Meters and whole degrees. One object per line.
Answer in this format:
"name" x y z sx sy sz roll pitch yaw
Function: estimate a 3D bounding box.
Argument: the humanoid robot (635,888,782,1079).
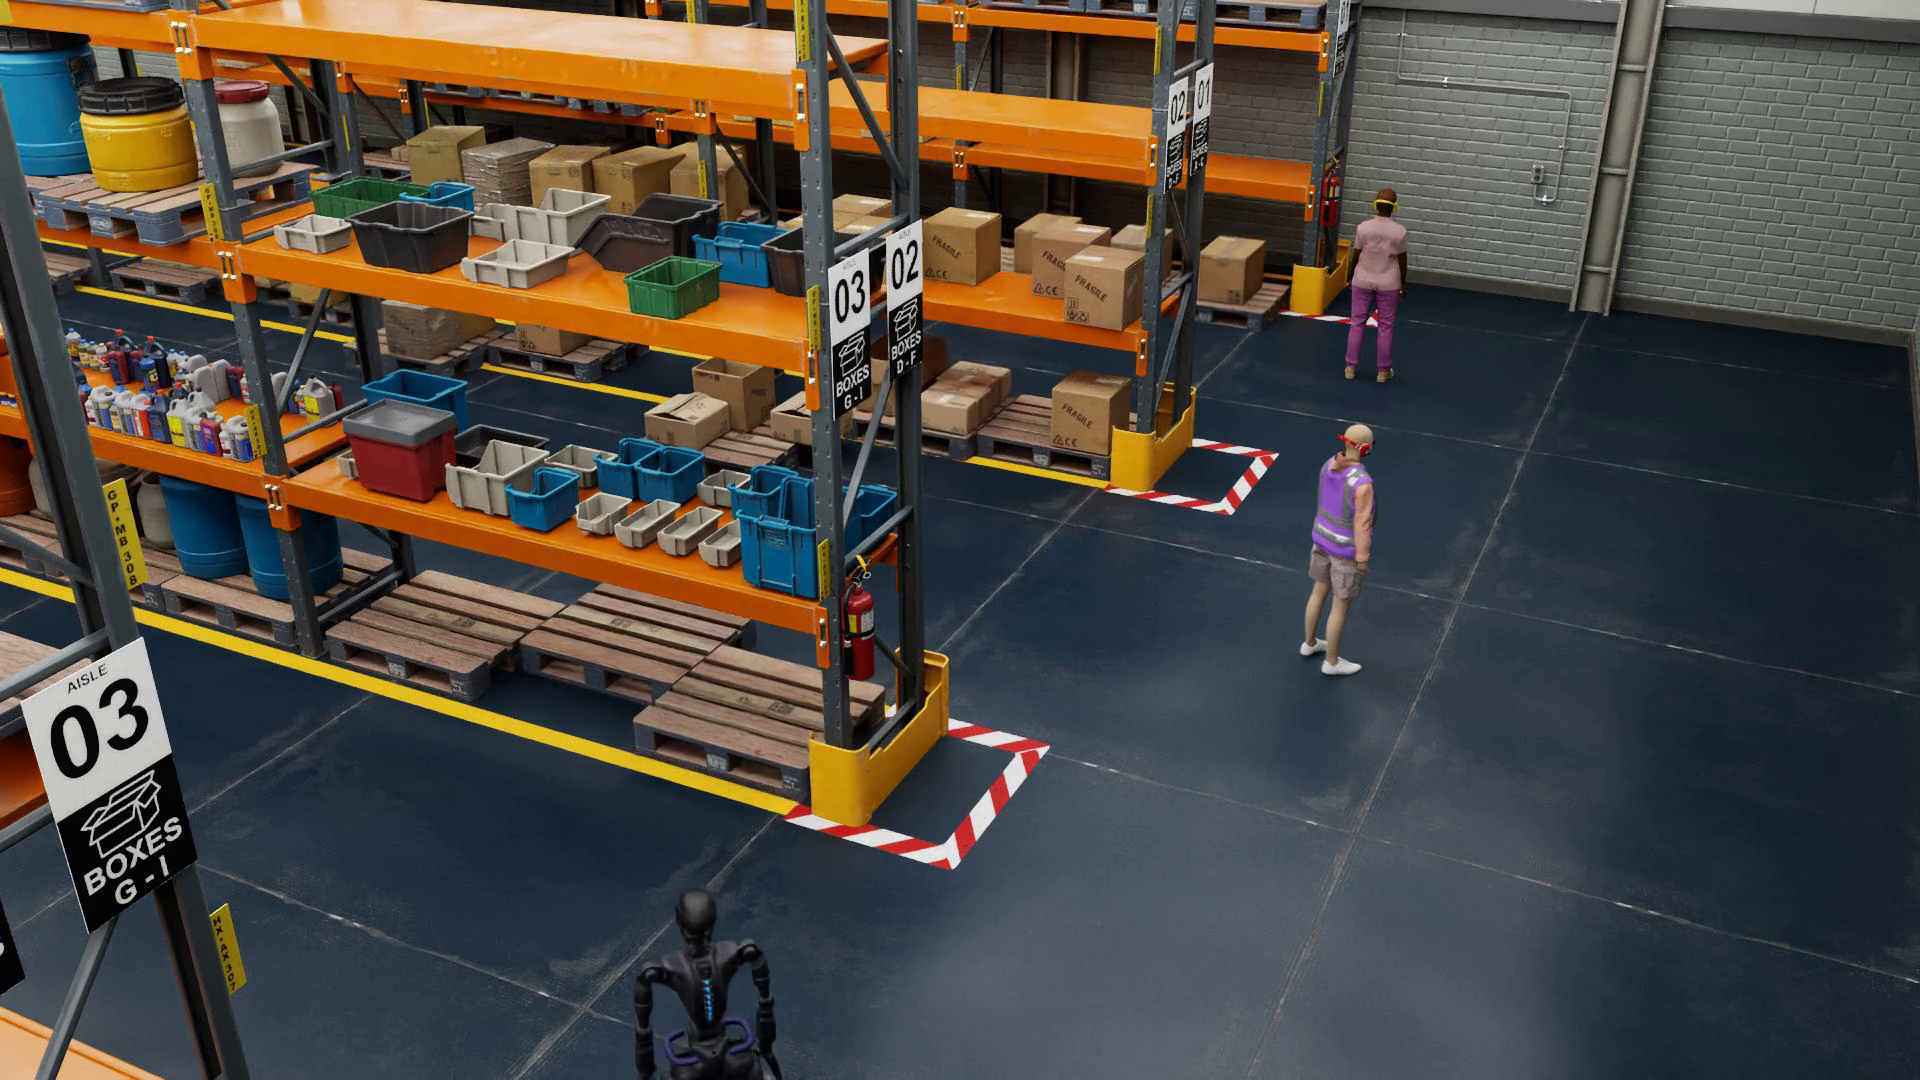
"humanoid robot" -0.991 2.074 6.529 0.601 1.633 0.442 -9 28 -18

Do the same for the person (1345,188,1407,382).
"person" 3.842 -2.347 15.330 0.535 1.800 0.329 10 28 20

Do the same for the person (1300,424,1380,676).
"person" 2.424 0.056 10.593 0.352 1.688 0.489 -11 28 -21
